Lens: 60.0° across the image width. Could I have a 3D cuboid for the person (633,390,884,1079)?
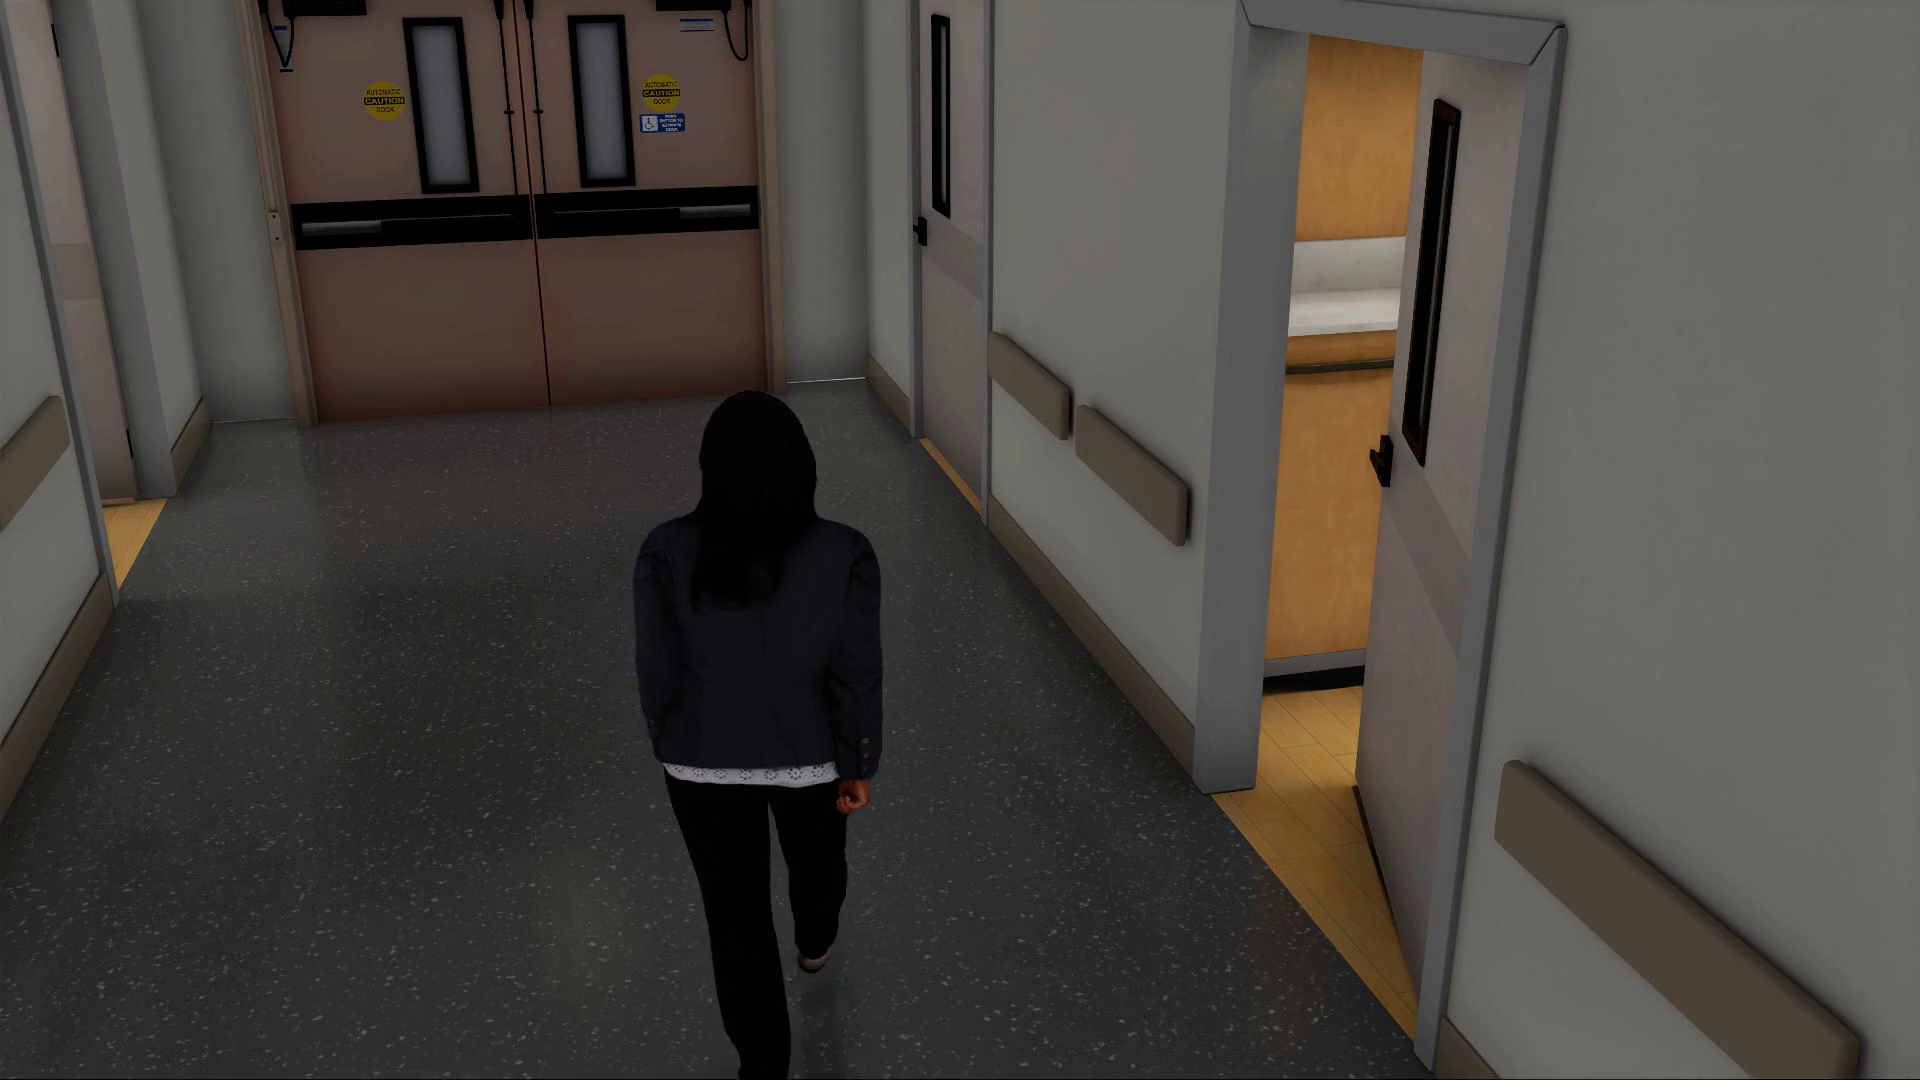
[{"bbox_3d":[-0.420,0.494,3.524,0.710,1.564,0.997,-4,21,-10],"label":"person"}]
